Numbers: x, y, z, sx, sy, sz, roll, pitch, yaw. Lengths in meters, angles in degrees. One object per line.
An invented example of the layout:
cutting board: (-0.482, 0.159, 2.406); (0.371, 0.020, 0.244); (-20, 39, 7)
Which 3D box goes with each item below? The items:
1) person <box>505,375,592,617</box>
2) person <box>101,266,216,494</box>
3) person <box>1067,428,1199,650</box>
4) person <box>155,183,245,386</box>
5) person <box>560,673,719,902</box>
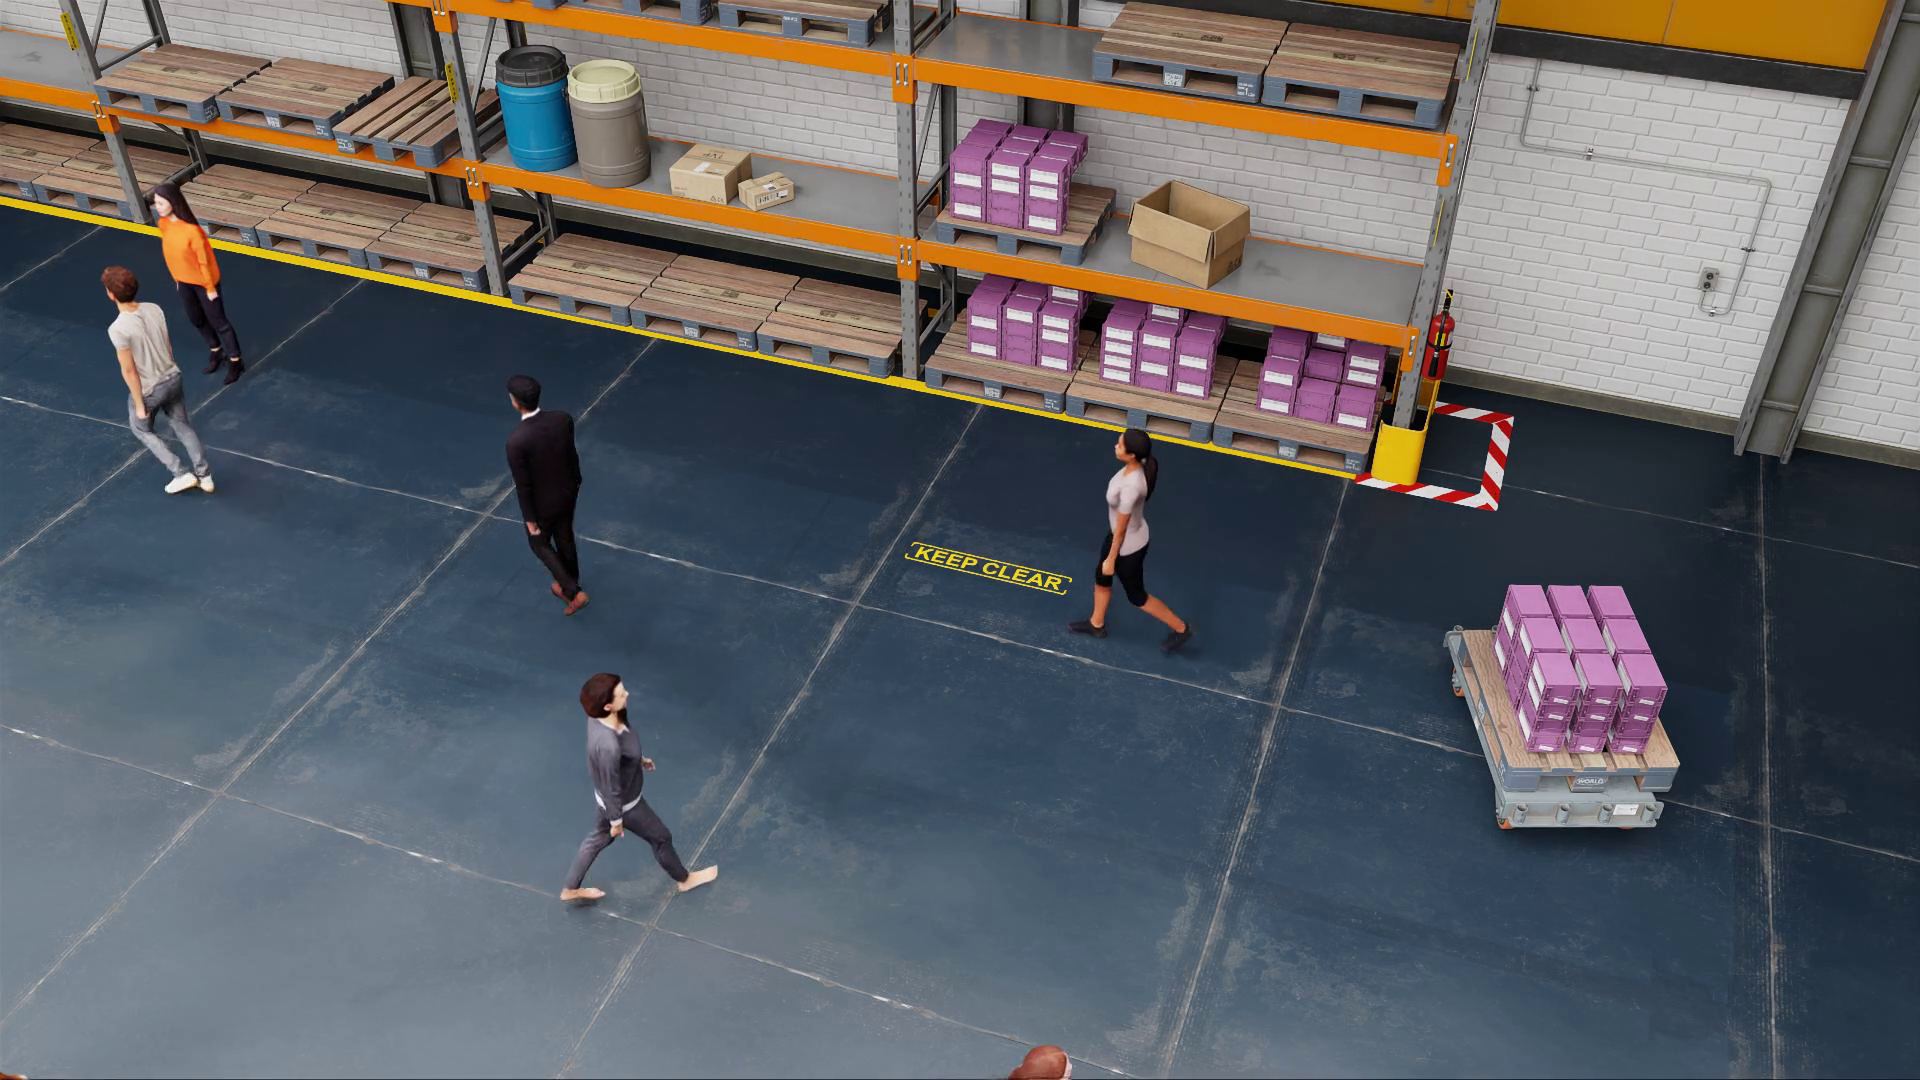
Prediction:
person: (-2.668, -0.240, 11.056); (0.914, 1.865, 0.857); (29, 47, 32)
person: (-5.788, -1.102, 12.125); (0.620, 1.880, 0.674); (13, 40, 15)
person: (1.179, 0.053, 10.808); (1.155, 1.718, 0.752); (5, 39, 6)
person: (-6.158, -2.089, 13.469); (0.534, 1.745, 0.708); (18, 42, 22)
person: (-1.948, 1.414, 9.096); (1.182, 1.727, 1.090); (-14, 41, -17)
